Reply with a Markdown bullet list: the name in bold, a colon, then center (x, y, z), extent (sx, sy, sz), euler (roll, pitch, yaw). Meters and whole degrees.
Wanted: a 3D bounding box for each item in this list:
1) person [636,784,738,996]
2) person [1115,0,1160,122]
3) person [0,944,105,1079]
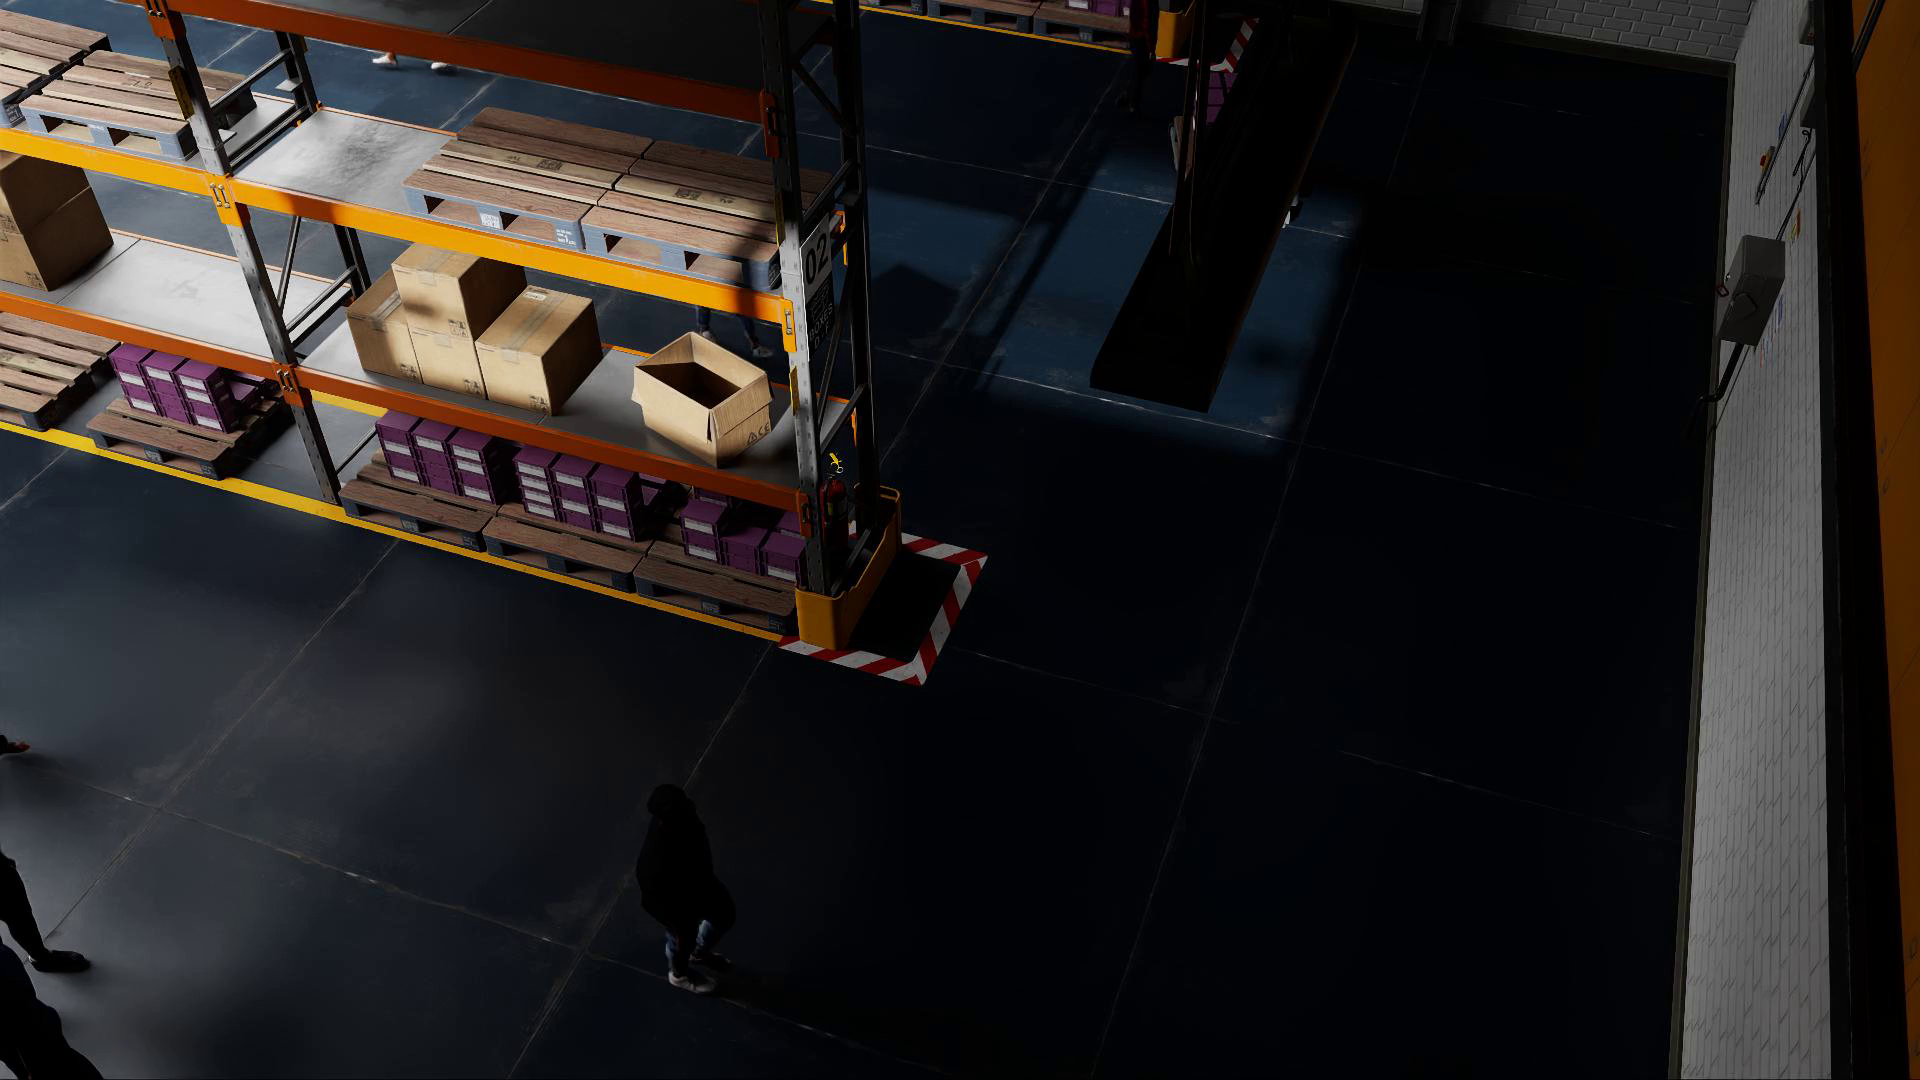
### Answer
- **person**: center (-1.576, 1.866, 8.923), extent (0.671, 1.797, 0.732), euler (10, 45, 10)
- **person**: center (1.669, -4.792, 16.019), extent (0.710, 1.649, 0.692), euler (-2, 44, -3)
- **person**: center (-4.583, 2.477, 8.227), extent (0.799, 1.872, 0.695), euler (-26, 49, -24)
